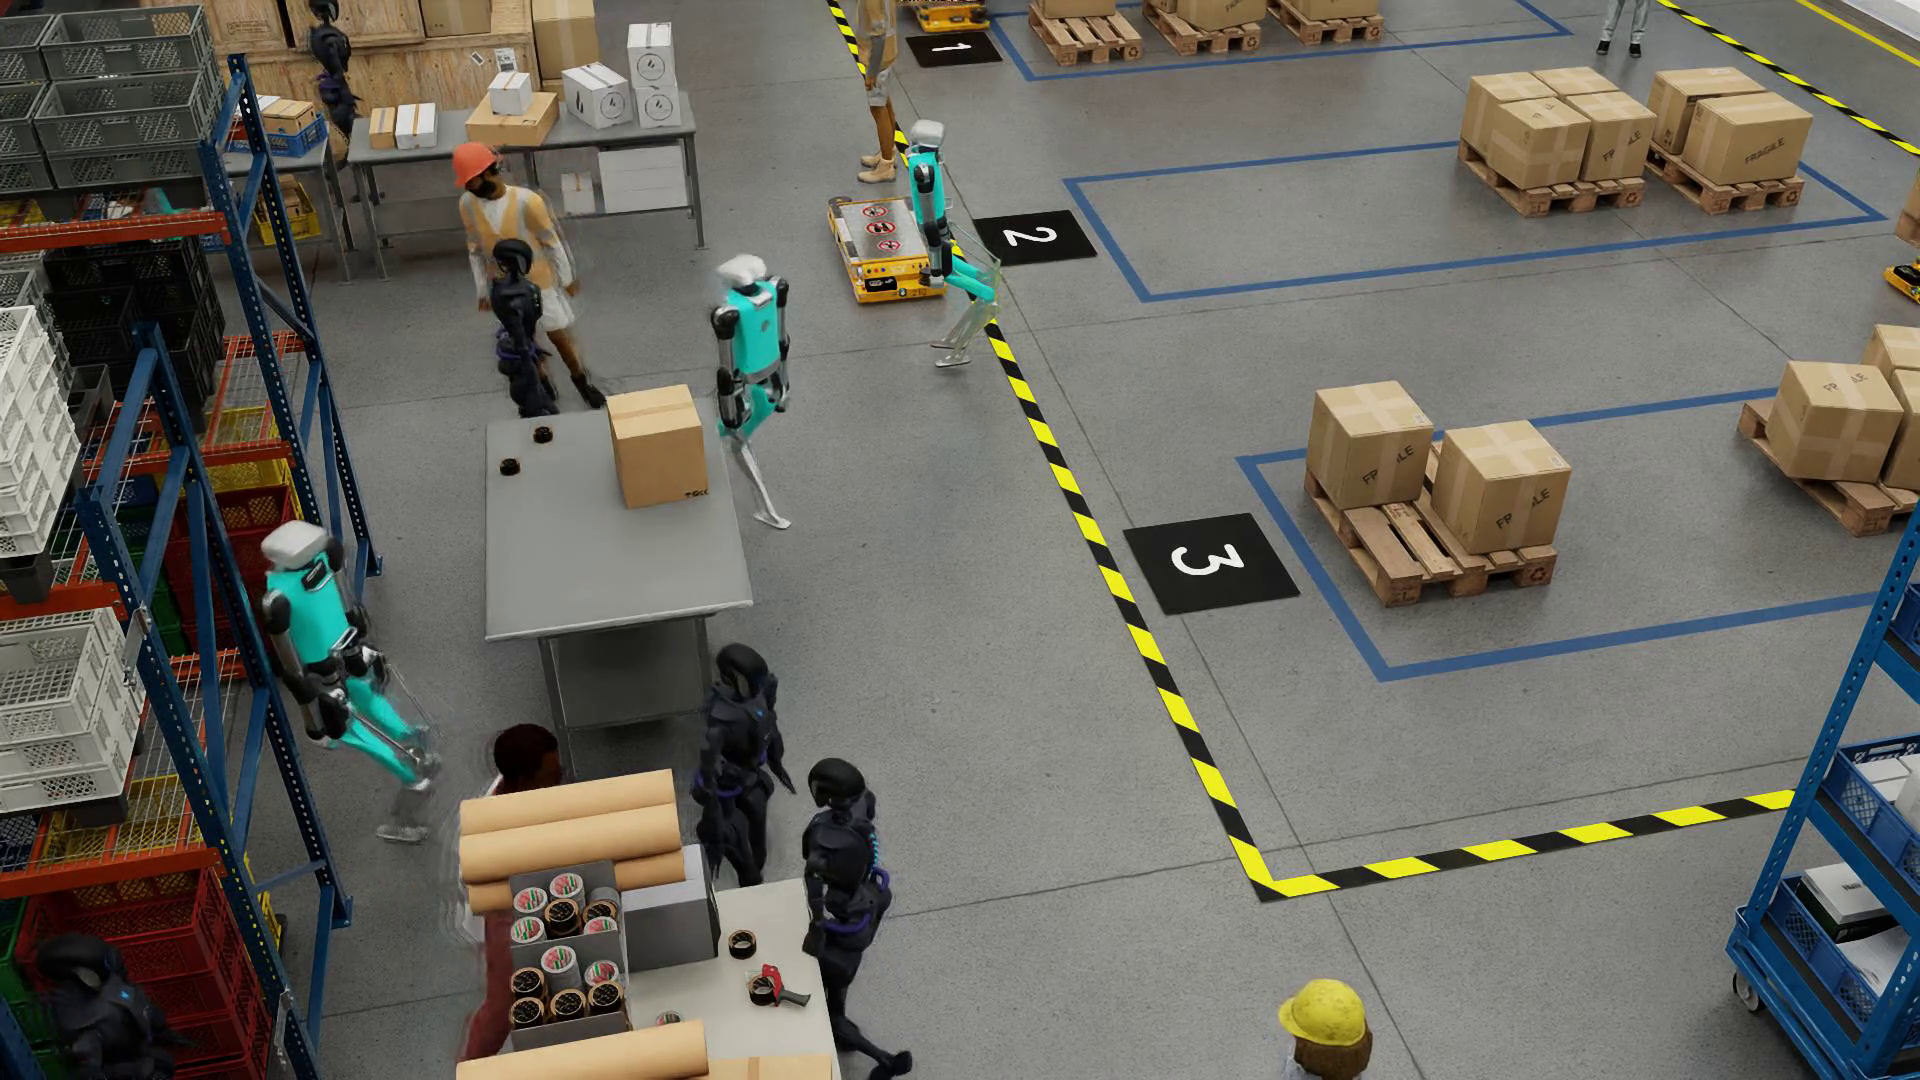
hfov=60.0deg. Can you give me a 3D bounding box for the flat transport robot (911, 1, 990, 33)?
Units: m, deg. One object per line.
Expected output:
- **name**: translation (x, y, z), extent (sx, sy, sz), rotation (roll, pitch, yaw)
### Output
- **flat transport robot**: translation (-0.176, -5.520, 16.949), extent (0.652, 0.197, 1.431), rotation (-8, 37, -10)

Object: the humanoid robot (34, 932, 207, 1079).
- **humanoid robot**: translation (-2.917, 1.933, 5.823), extent (0.751, 1.657, 0.590), rotation (-8, 37, -11)

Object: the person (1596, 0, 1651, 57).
- **person**: translation (6.399, -5.452, 15.574), extent (0.587, 1.829, 0.403), rotation (10, 38, 13)

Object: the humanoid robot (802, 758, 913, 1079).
- **humanoid robot**: translation (-0.422, 1.479, 6.401), extent (0.568, 1.650, 0.609), rotation (13, 38, 16)

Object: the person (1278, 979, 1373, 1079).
- **person**: translation (1.139, 2.064, 5.542), extent (0.310, 1.743, 0.486), rotation (0, 37, 0)

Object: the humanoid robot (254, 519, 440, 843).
- **humanoid robot**: translation (-2.581, 0.718, 7.371), extent (0.723, 1.790, 0.531), rotation (7, 37, 10)

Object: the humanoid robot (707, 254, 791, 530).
- **humanoid robot**: translation (-1.391, -0.882, 9.538), extent (0.906, 1.800, 0.549), rotation (24, 43, 29)

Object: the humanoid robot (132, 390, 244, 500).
- **humanoid robot**: translation (-4.579, -0.879, 9.533), extent (1.000, 1.737, 0.537), rotation (-13, 39, -17)

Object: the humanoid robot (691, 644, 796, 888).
- **humanoid robot**: translation (-0.921, 1.075, 6.941), extent (0.363, 1.650, 0.607), rotation (15, 39, 19)

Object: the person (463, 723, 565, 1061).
- **person**: translation (-1.693, 1.436, 6.287), extent (0.706, 1.878, 0.606), rotation (3, 37, 4)

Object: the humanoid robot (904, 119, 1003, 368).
- **humanoid robot**: translation (0.021, -1.911, 10.779), extent (0.735, 1.677, 0.533), rotation (-2, 37, -2)

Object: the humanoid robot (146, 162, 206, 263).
- **humanoid robot**: translation (-5.282, -1.895, 10.928), extent (0.692, 1.870, 0.542), rotation (-1, 37, -1)

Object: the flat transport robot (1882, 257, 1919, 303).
- **flat transport robot**: translation (7.581, -1.922, 12.114), extent (1.431, 0.197, 0.652), rotation (-8, 37, -10)

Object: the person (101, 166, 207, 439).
- **person**: translation (-4.936, -1.480, 10.234), extent (0.500, 1.837, 0.341), rotation (25, 43, 29)

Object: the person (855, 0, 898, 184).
- **person**: translation (-0.696, -3.850, 13.246), extent (0.389, 2.039, 0.614), rotation (3, 37, 4)

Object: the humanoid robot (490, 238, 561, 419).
- **humanoid robot**: translation (-2.541, -1.034, 9.767), extent (0.416, 1.647, 0.603), rotation (-8, 37, -10)

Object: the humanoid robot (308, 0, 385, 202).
- **humanoid robot**: translation (-4.872, -3.427, 12.977), extent (0.452, 1.641, 0.586), rotation (-16, 39, -20)

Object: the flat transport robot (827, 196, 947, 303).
- **flat transport robot**: translation (-0.570, -2.220, 12.538), extent (0.659, 0.231, 1.431), rotation (-8, 37, -10)

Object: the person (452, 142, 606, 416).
- **person**: translation (-2.693, -1.602, 10.352), extent (0.679, 1.886, 0.478), rotation (4, 37, 5)
